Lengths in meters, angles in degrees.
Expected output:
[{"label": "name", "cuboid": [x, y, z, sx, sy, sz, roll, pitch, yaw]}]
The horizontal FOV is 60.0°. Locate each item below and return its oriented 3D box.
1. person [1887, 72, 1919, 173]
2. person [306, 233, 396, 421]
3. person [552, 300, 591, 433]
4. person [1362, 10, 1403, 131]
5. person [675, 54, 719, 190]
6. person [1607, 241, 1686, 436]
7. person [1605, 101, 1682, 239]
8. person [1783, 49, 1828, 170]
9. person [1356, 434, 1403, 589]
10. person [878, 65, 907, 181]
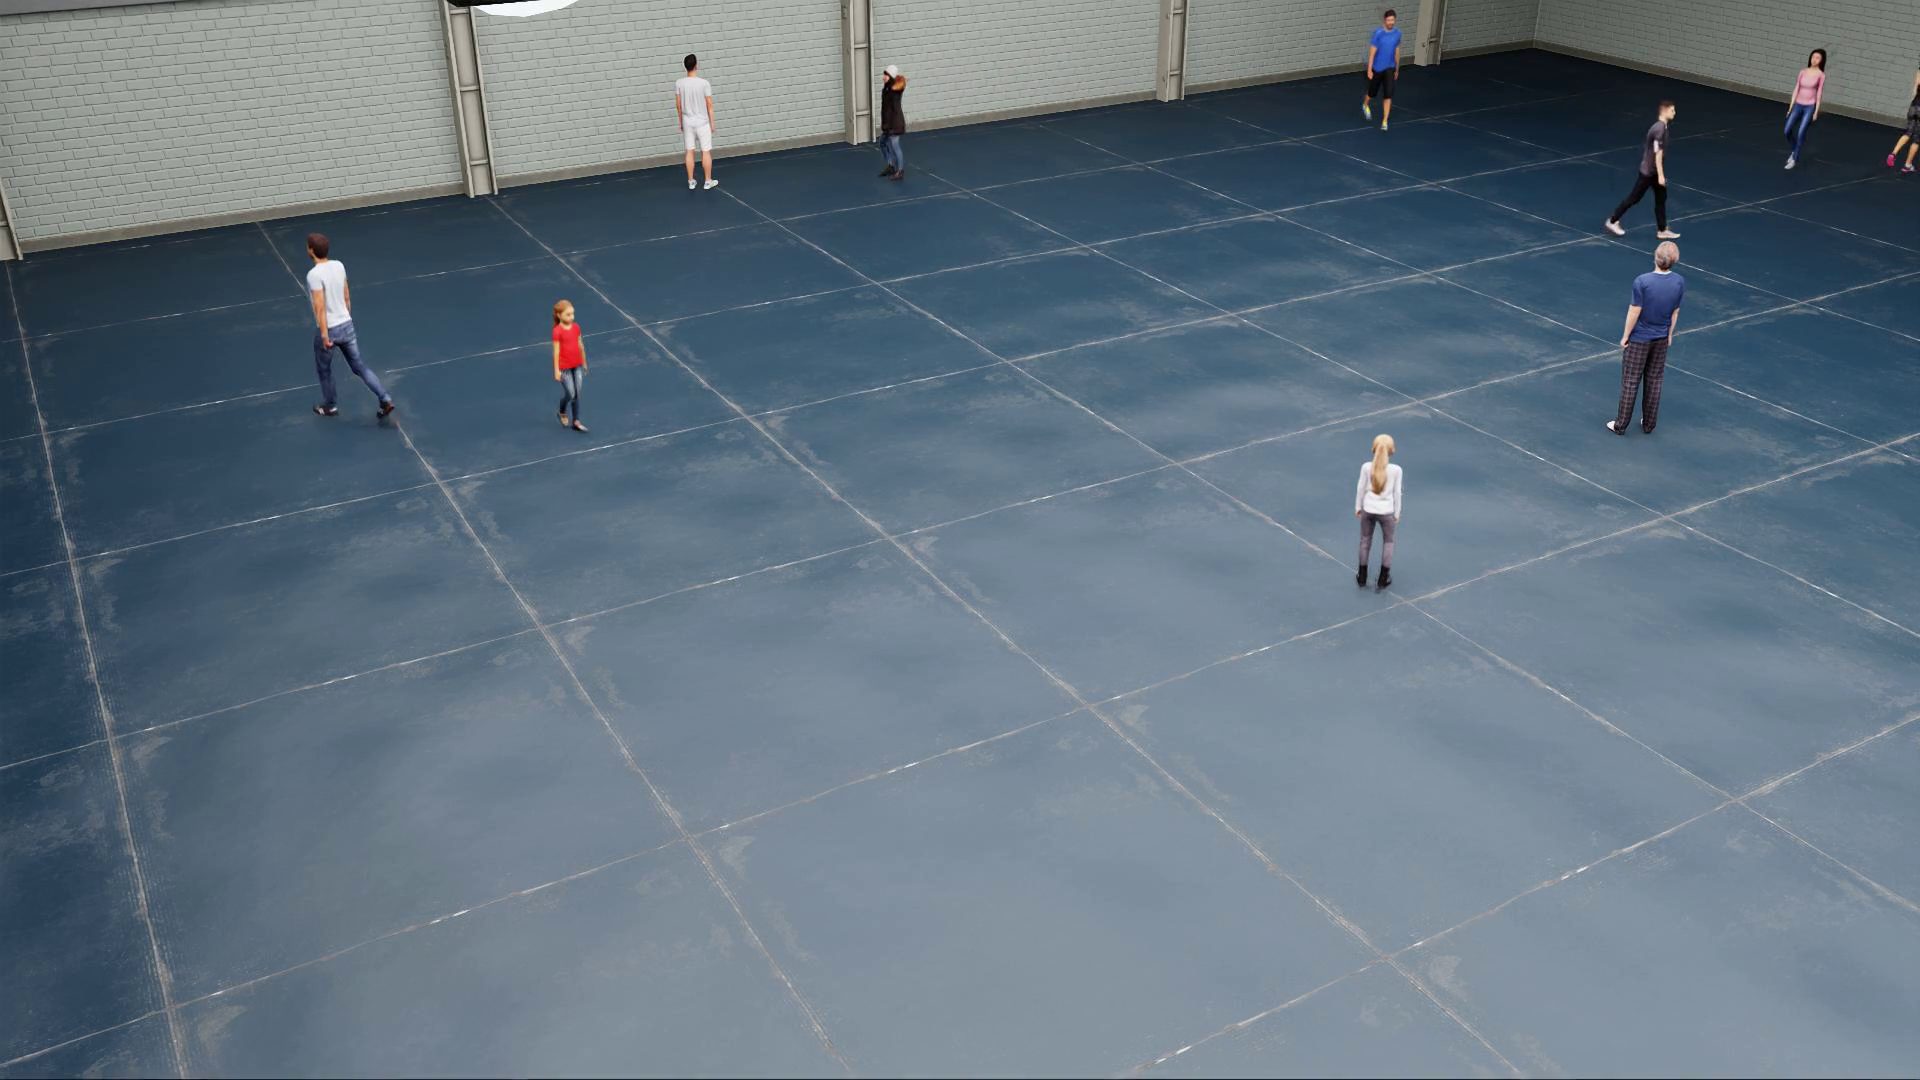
[{"label": "person", "cuboid": [13.823, -6.170, 24.064, 0.841, 1.719, 0.649, -10, 29, -19]}, {"label": "person", "cuboid": [-5.848, -1.973, 15.790, 1.144, 1.832, 1.184, 12, 30, 23]}, {"label": "person", "cuboid": [-3.741, -1.654, 15.746, 0.645, 1.305, 0.582, 21, 34, 35]}, {"label": "person", "cuboid": [6.740, -7.535, 26.599, 1.247, 1.825, 1.130, -1, 27, -2]}, {"label": "person", "cuboid": [-3.707, -5.860, 23.312, 0.734, 1.856, 0.824, 4, 27, 7]}, {"label": "person", "cuboid": [6.459, -1.890, 15.585, 0.660, 1.872, 0.798, -1, 27, -2]}, {"label": "person", "cuboid": [8.719, -4.686, 21.175, 1.045, 1.726, 1.189, 17, 32, 30]}, {"label": "person", "cuboid": [12.392, -6.310, 24.318, 0.691, 1.735, 0.642, -19, 33, -32]}, {"label": "person", "cuboid": [3.266, -0.219, 12.990, 0.588, 1.277, 0.630, 12, 30, 22]}, {"label": "person", "cuboid": [-0.894, -5.970, 23.781, 0.648, 1.624, 0.666, -10, 29, -19]}]
